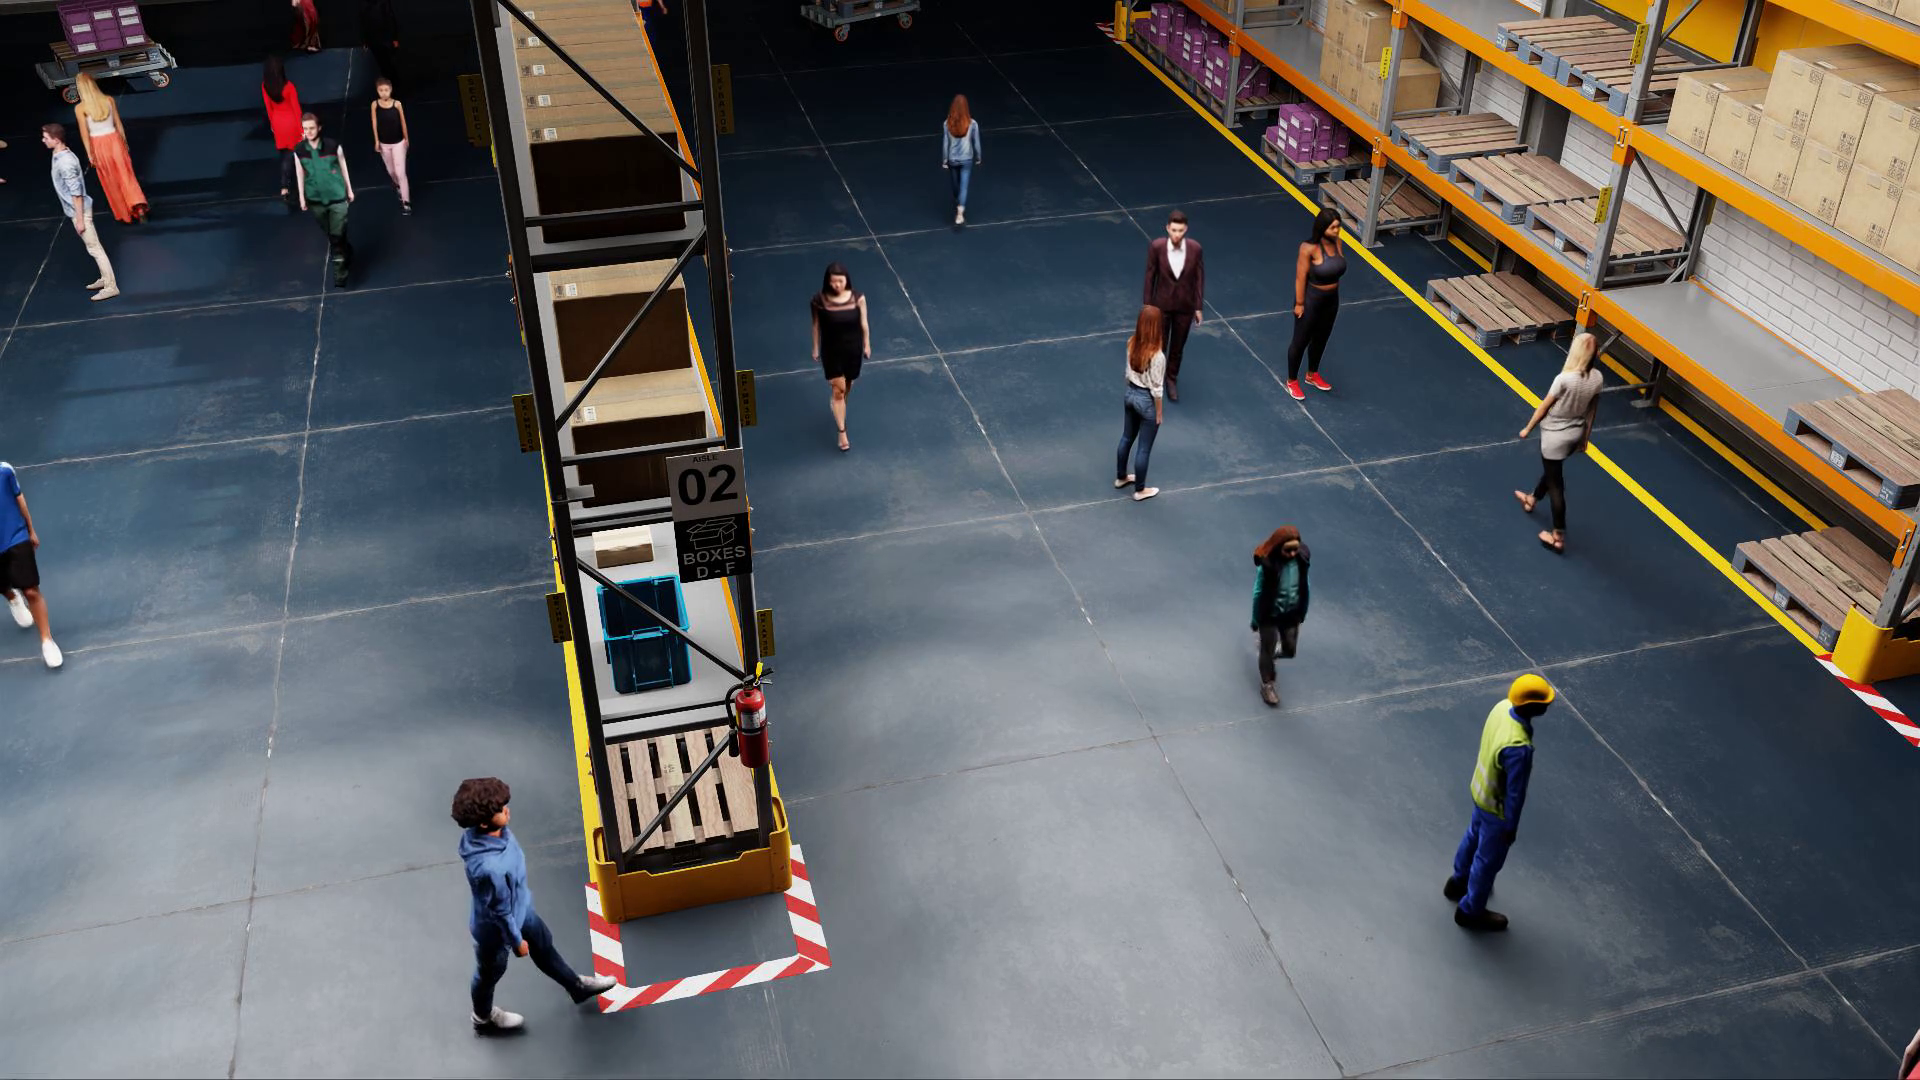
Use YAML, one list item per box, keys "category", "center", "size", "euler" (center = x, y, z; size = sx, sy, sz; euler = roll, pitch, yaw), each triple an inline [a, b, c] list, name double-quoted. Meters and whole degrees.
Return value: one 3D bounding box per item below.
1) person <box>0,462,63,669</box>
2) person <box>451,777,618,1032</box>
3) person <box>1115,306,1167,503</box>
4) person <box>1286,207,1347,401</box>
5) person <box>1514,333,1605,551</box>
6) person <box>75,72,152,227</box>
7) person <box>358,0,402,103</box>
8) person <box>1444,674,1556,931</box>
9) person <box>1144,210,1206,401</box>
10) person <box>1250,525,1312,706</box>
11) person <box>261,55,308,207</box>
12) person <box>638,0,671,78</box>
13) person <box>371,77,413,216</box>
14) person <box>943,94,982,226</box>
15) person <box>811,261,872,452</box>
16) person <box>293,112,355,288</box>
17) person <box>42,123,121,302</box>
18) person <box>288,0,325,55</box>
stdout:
- category: "person"
  center: [-6.954, -0.007, 12.012]
  size: [0.948, 1.830, 1.303]
  euler: [-21, 39, -29]
- category: "person"
  center: [-2.569, 2.018, 9.008]
  size: [0.850, 1.782, 1.029]
  euler: [-4, 34, -6]
- category: "person"
  center: [1.506, -1.150, 13.824]
  size: [0.690, 1.728, 0.553]
  euler: [-21, 39, -28]
- category: "person"
  center: [3.289, -2.207, 15.336]
  size: [0.742, 1.815, 0.719]
  euler: [-19, 38, -26]
- category: "person"
  center: [4.796, -0.744, 13.161]
  size: [0.671, 1.786, 1.054]
  euler: [-11, 35, -16]
- category: "person"
  center: [-9.426, -4.298, 18.502]
  size: [0.892, 1.792, 1.040]
  euler: [-28, 43, -35]
- category: "person"
  center: [-7.668, -6.694, 22.133]
  size: [0.735, 1.763, 0.730]
  euler: [5, 34, 8]
- category: "person"
  center: [3.152, 1.504, 9.755]
  size: [0.800, 1.812, 0.630]
  euler: [2, 34, 3]
- category: "person"
  center: [1.947, -2.175, 15.256]
  size: [0.774, 1.850, 0.831]
  euler: [-2, 34, -2]
- category: "person"
  center: [2.195, 0.456, 11.625]
  size: [0.566, 1.486, 0.624]
  euler: [-10, 35, -14]
- category: "person"
  center: [-7.767, -4.676, 19.143]
  size: [0.884, 1.712, 1.144]
  euler: [4, 34, 6]
- category: "person"
  center: [-4.506, -7.426, 23.164]
  size: [1.257, 1.840, 1.145]
  euler: [21, 39, 29]
- category: "person"
  center: [-6.536, -4.574, 19.146]
  size: [0.588, 1.539, 1.027]
  euler: [-5, 34, -7]
- category: "person"
  center: [0.001, -4.257, 18.748]
  size: [0.812, 1.451, 1.077]
  euler: [3, 34, 4]
- category: "person"
  center: [-1.058, -1.681, 14.663]
  size: [0.666, 1.683, 1.023]
  euler: [-8, 34, -11]
- category: "person"
  center: [-6.623, -3.598, 17.449]
  size: [0.775, 1.792, 1.181]
  euler: [-4, 34, -6]
- category: "person"
  center: [-9.035, -3.382, 17.073]
  size: [0.753, 1.847, 0.563]
  euler: [-16, 37, -23]
- category: "person"
  center: [-9.574, -7.805, 23.916]
  size: [0.821, 1.639, 0.719]
  euler: [0, 34, 0]
